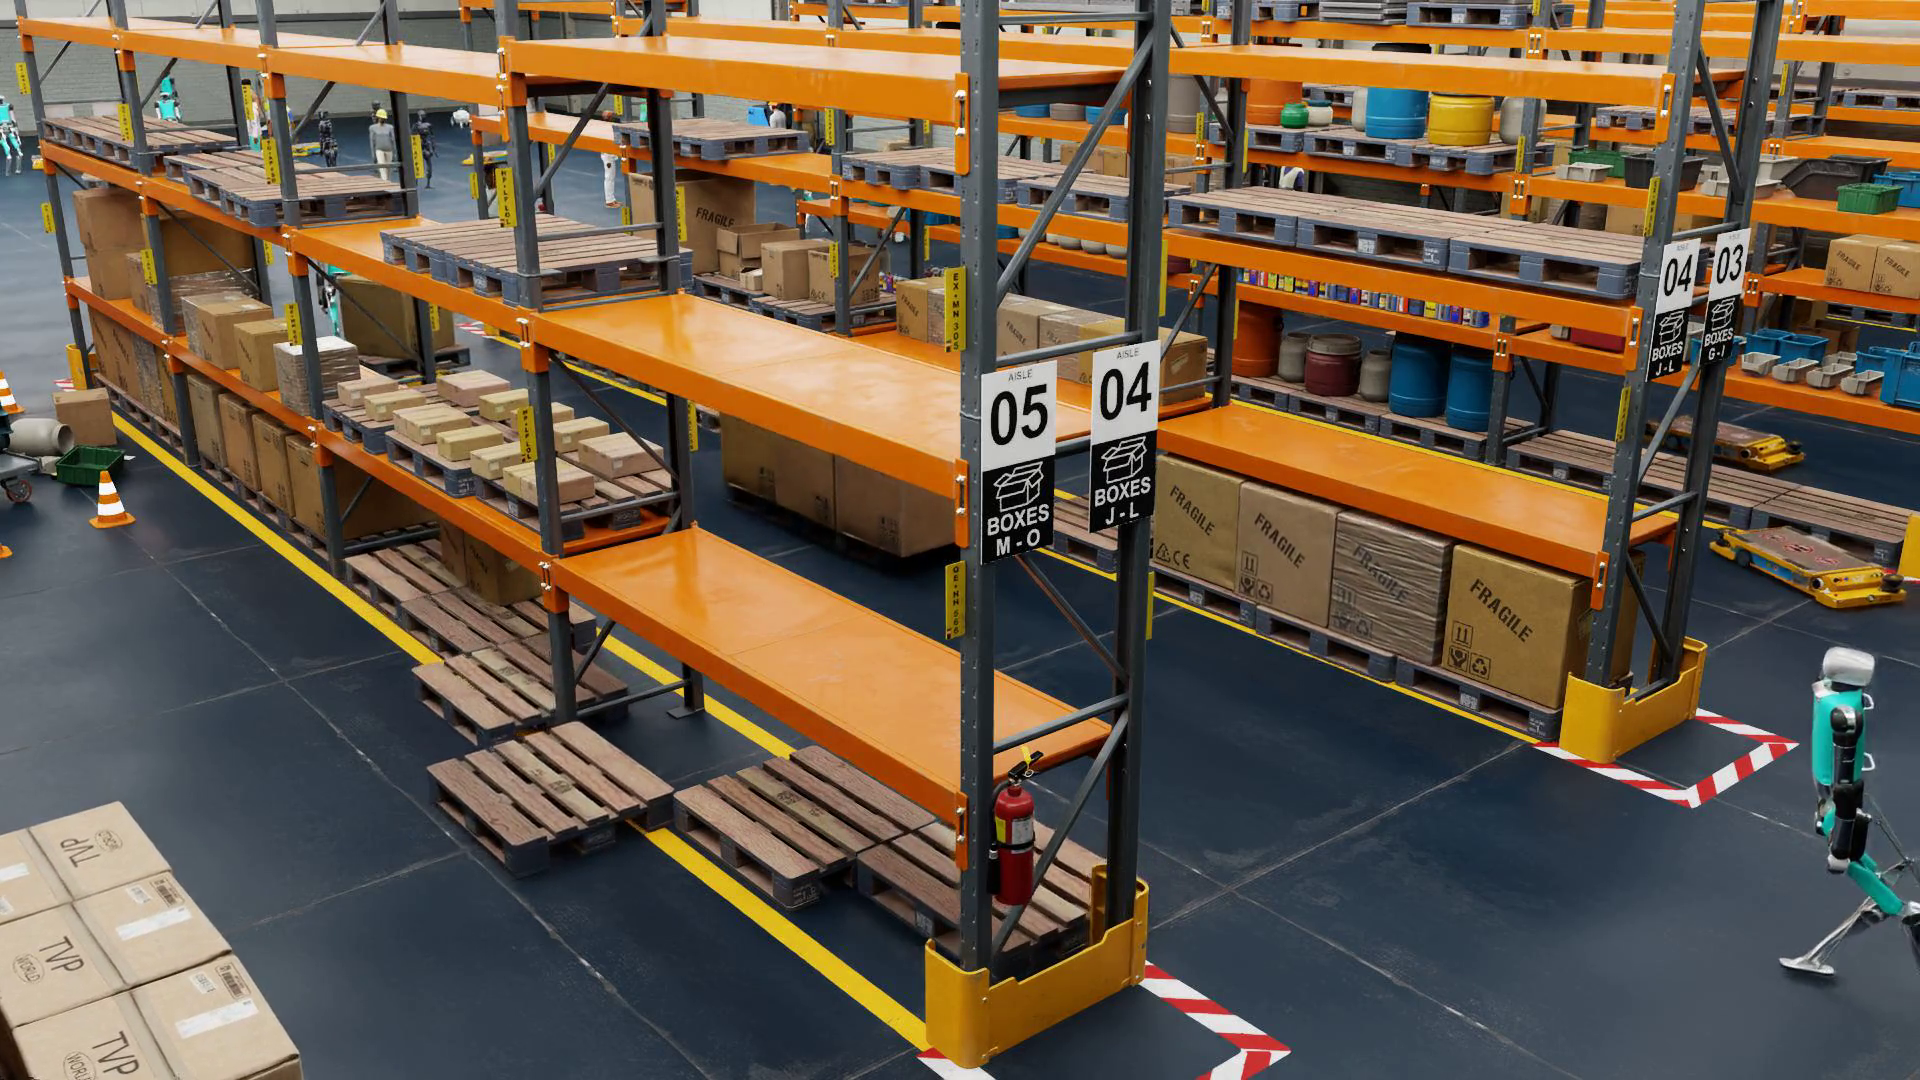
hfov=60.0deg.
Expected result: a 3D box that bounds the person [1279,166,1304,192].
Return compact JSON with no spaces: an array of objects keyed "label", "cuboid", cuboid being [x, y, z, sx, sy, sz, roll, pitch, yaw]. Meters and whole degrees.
[{"label":"person","cuboid":[5.385,-5.484,27.163,0.389,1.847,0.563,-8,21,-21]}]

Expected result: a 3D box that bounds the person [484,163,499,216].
[{"label":"person","cuboid":[-6.803,-4.578,24.471,0.599,1.925,0.978,8,21,21]}]

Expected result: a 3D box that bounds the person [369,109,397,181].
[{"label":"person","cuboid":[-12.221,-8.276,35.304,0.523,1.714,0.897,-10,22,-27]}]

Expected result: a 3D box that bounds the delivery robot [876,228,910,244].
[{"label":"delivery robot","cuboid":[-1.053,-5.491,29.155,0.812,0.609,0.499,-16,25,-38]}]

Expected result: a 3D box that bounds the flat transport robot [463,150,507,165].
[{"label":"flat transport robot","cuboid":[-11.267,-9.251,40.263,0.659,0.231,1.431,11,22,28]}]

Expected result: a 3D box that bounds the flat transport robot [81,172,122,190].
[{"label":"flat transport robot","cuboid":[-17.205,-7.169,34.338,0.659,0.231,1.431,7,20,18]}]

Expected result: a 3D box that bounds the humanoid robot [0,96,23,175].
[{"label":"humanoid robot","cuboid":[-21.599,-9.150,37.791,0.683,1.815,0.537,18,26,41]}]

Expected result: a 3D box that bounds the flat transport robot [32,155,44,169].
[{"label":"flat transport robot","cuboid":[-21.687,-8.998,39.545,0.659,0.231,1.431,-10,22,-26]}]

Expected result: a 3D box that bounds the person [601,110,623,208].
[{"label":"person","cuboid":[-6.938,-7.557,33.009,0.340,1.882,0.582,0,19,-1]}]

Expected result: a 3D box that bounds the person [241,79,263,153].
[{"label":"person","cuboid":[-17.872,-10.706,42.020,0.788,1.850,0.399,18,26,41]}]

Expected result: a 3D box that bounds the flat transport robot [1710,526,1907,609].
[{"label":"flat transport robot","cuboid":[6.795,0.197,13.374,0.659,0.231,1.431,-5,20,-14]}]

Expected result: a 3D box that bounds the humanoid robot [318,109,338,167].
[{"label":"humanoid robot","cuboid":[-13.587,-8.429,35.779,0.599,1.657,0.315,18,26,42]}]

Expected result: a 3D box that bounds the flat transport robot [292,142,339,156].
[{"label":"flat transport robot","cuboid":[-16.478,-9.882,42.060,0.659,0.231,1.431,7,21,20]}]

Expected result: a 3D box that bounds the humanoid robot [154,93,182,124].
[{"label":"humanoid robot","cuboid":[-18.377,-9.503,38.801,0.538,1.781,0.874,-12,23,-31]}]

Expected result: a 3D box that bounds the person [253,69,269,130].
[{"label":"person","cuboid":[-20.016,-12.723,47.724,0.388,1.874,0.511,-10,22,-26]}]

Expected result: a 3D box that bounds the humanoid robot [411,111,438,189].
[{"label":"humanoid robot","cuboid":[-11.514,-8.350,35.588,0.477,1.644,0.612,17,26,40]}]

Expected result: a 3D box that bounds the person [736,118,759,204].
[{"label":"person","cuboid":[-4.304,-7.578,33.315,0.750,1.715,0.497,2,19,4]}]

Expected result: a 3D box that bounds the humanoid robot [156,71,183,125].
[{"label":"humanoid robot","cuboid":[-22.136,-12.327,46.879,0.535,1.769,1.034,3,20,8]}]

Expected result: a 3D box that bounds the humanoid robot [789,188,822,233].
[{"label":"humanoid robot","cuboid":[-2.707,-6.304,29.834,0.738,1.900,0.554,-17,26,-40]}]

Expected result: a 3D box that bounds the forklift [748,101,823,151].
[{"label":"forklift","cuboid":[-4.526,-11.368,42.374,1.129,2.768,1.873,-15,24,-37]}]

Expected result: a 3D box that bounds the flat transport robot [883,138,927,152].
[{"label":"flat transport robot","cuboid":[-1.178,-8.037,36.809,0.659,0.231,1.431,-8,21,-22]}]

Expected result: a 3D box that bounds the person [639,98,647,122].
[{"label":"person","cuboid":[-7.988,-10.854,42.334,0.577,1.919,0.954,4,20,11]}]

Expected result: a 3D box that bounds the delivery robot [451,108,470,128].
[{"label":"delivery robot","cuboid":[-14.542,-12.313,48.564,0.499,0.606,0.807,-12,23,-31]}]

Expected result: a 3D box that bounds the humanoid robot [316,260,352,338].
[{"label":"humanoid robot","cuboid":[-7.312,-2.760,19.693,0.549,1.876,0.749,-6,20,-18]}]

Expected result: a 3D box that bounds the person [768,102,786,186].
[{"label":"person","cuboid":[-3.969,-8.655,36.136,0.383,1.888,0.571,11,22,28]}]

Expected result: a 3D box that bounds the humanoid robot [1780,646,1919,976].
[{"label":"humanoid robot","cuboid":[4.374,1.404,7.806,0.895,1.831,0.557,6,20,17]}]

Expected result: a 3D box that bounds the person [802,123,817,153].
[{"label":"person","cuboid":[-3.296,-8.308,35.352,0.630,1.736,0.630,-9,21,-25]}]

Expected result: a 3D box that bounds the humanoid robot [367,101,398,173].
[{"label":"humanoid robot","cuboid":[-13.335,-9.270,38.244,0.742,1.623,0.614,3,20,9]}]

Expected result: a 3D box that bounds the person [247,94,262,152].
[{"label":"person","cuboid":[-15.838,-9.058,37.256,0.378,1.913,0.492,-14,24,-35]}]

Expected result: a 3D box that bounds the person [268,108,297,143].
[{"label":"person","cuboid":[-15.149,-8.985,37.113,0.518,1.862,0.793,2,19,5]}]

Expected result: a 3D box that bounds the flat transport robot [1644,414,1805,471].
[{"label":"flat transport robot","cuboid":[7.653,-0.992,16.760,0.659,0.231,1.431,-13,23,-33]}]

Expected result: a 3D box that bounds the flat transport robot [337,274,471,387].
[{"label":"flat transport robot","cuboid":[-6.486,-1.932,19.434,0.659,0.231,1.431,-18,26,-41]}]

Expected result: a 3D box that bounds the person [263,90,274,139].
[{"label":"person","cuboid":[-18.549,-11.590,44.762,0.315,1.696,0.540,-11,22,-28]}]
